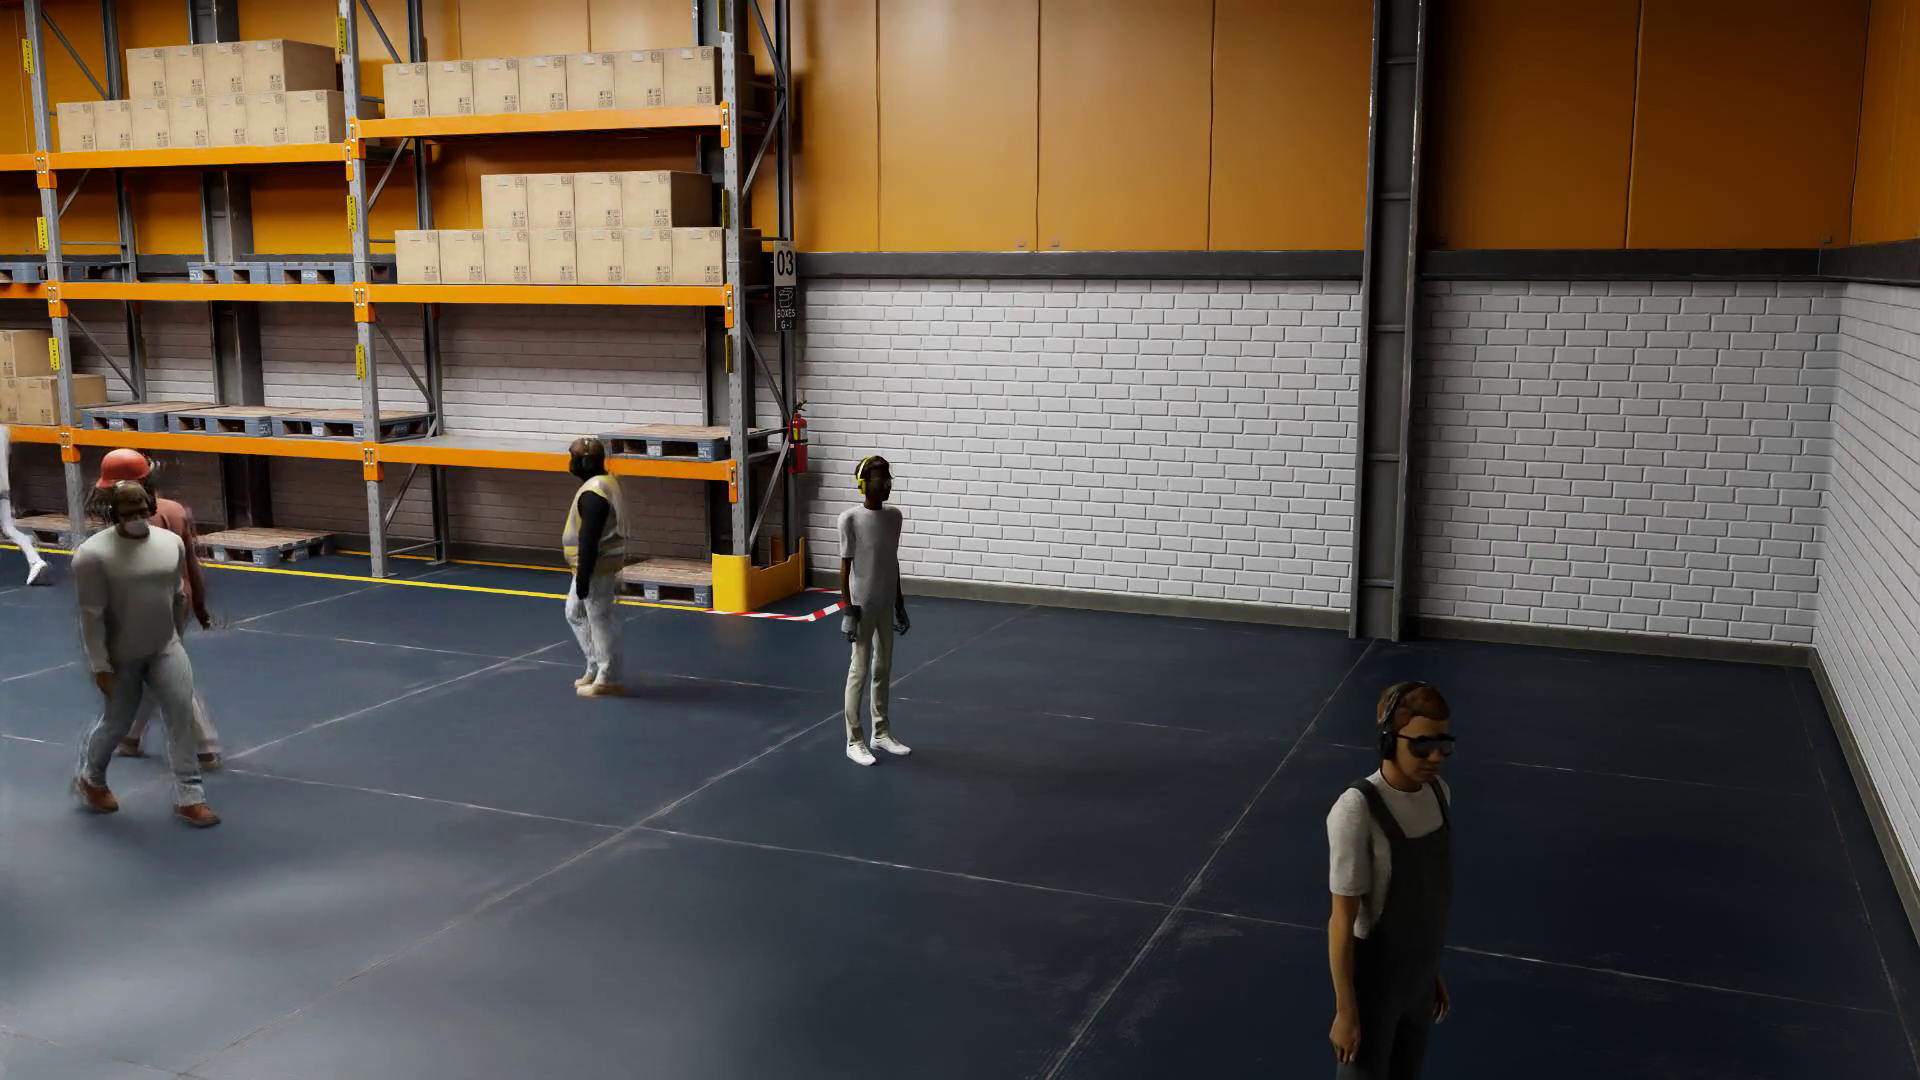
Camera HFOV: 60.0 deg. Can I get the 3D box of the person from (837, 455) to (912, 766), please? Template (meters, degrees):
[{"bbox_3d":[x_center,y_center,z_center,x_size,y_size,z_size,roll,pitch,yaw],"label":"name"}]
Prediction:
[{"bbox_3d":[-0.514,0.417,10.119,0.328,1.876,0.513,9,13,42],"label":"person"}]

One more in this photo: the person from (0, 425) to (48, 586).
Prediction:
[{"bbox_3d":[-9.009,-0.458,15.580,0.852,1.832,0.524,3,10,16],"label":"person"}]

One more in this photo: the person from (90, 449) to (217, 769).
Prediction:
[{"bbox_3d":[-4.902,0.413,9.952,0.974,1.936,0.643,2,10,11],"label":"person"}]

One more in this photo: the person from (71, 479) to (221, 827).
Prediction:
[{"bbox_3d":[-4.470,0.598,8.980,0.931,1.900,0.633,6,11,34],"label":"person"}]

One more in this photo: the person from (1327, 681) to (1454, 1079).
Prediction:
[{"bbox_3d":[1.251,1.302,4.846,0.515,1.842,0.326,-8,13,-42],"label":"person"}]

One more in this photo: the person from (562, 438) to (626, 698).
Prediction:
[{"bbox_3d":[-2.583,0.202,11.549,0.521,1.829,0.652,-1,9,-7],"label":"person"}]
